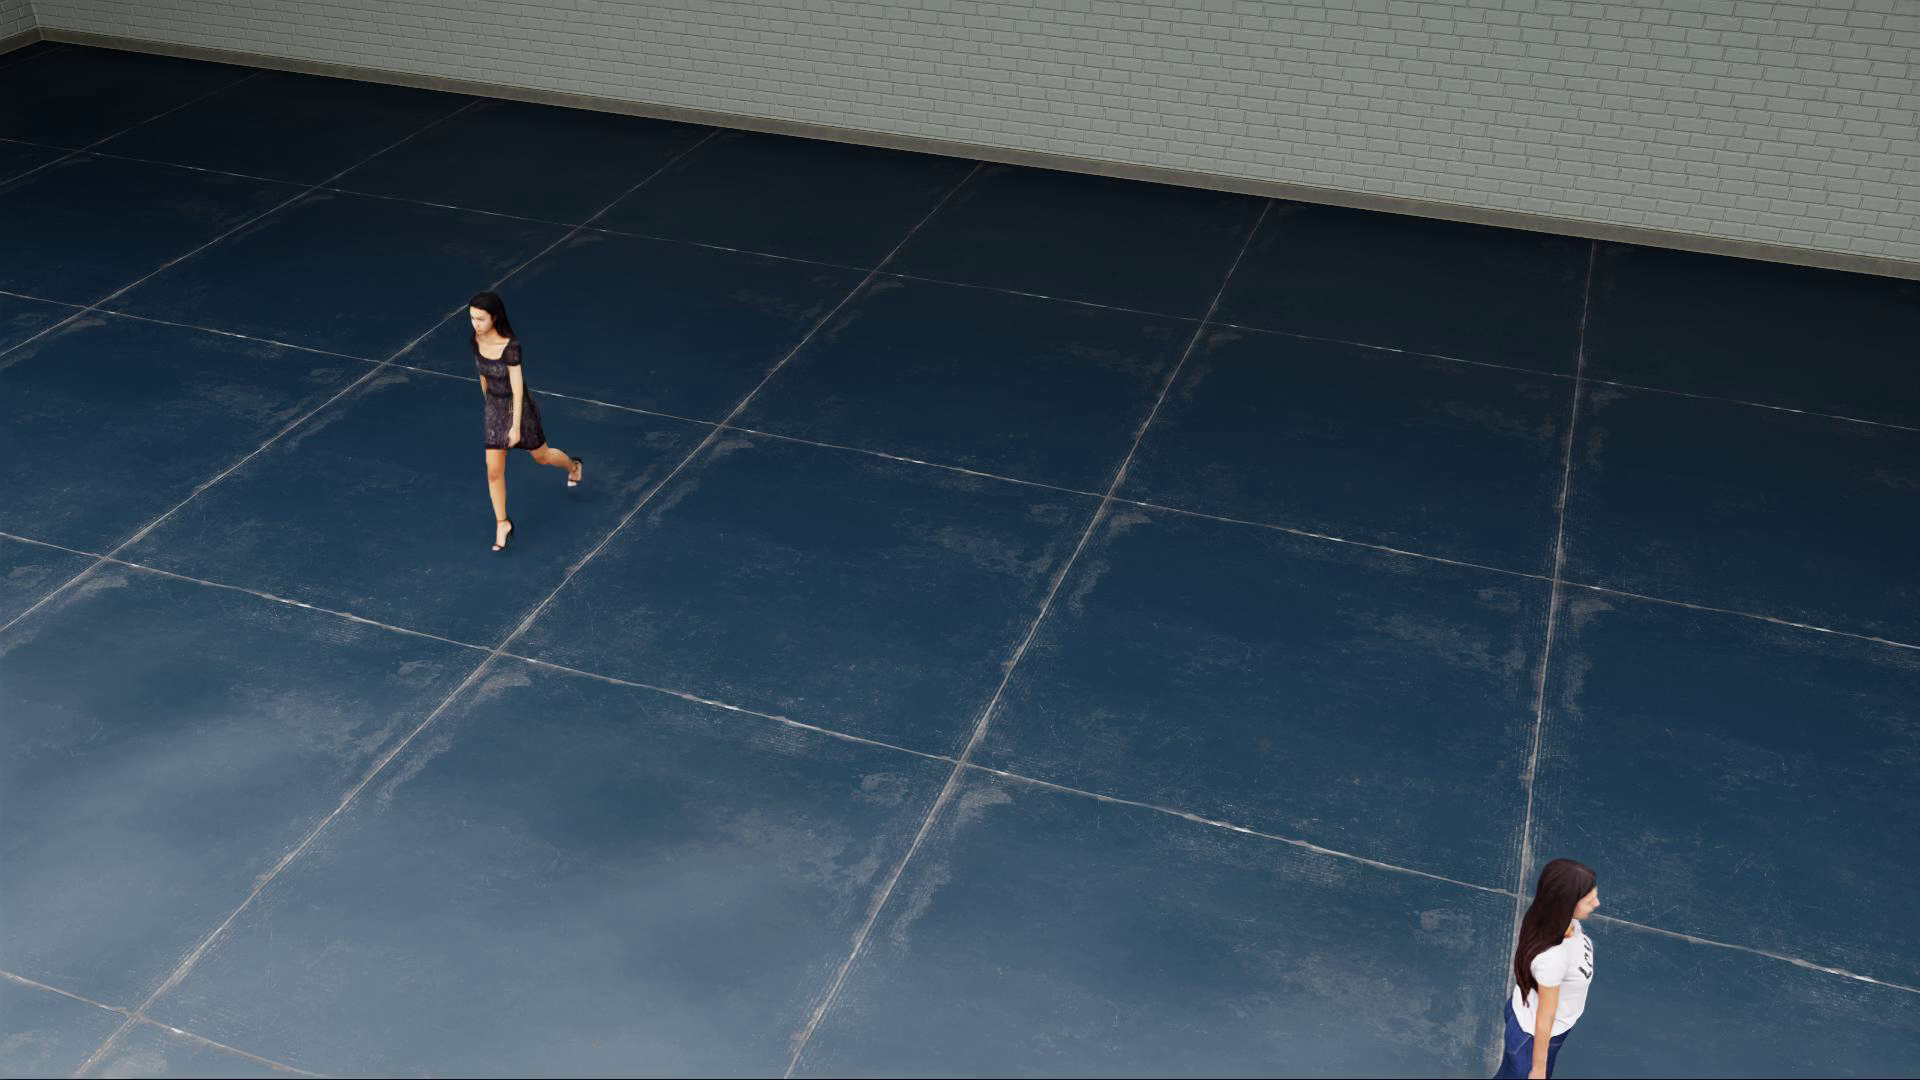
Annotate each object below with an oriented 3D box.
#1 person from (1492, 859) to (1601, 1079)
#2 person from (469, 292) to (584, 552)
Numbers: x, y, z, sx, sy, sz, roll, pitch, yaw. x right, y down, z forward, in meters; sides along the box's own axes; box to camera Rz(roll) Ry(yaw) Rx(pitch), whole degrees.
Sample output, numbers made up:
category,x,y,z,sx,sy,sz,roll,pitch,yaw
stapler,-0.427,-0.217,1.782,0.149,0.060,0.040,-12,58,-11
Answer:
category,x,y,z,sx,sy,sz,roll,pitch,yaw
person,2.236,1.935,6.529,0.649,1.775,0.446,10,34,15
person,-2.824,-0.810,10.780,0.616,1.742,1.151,14,36,20
